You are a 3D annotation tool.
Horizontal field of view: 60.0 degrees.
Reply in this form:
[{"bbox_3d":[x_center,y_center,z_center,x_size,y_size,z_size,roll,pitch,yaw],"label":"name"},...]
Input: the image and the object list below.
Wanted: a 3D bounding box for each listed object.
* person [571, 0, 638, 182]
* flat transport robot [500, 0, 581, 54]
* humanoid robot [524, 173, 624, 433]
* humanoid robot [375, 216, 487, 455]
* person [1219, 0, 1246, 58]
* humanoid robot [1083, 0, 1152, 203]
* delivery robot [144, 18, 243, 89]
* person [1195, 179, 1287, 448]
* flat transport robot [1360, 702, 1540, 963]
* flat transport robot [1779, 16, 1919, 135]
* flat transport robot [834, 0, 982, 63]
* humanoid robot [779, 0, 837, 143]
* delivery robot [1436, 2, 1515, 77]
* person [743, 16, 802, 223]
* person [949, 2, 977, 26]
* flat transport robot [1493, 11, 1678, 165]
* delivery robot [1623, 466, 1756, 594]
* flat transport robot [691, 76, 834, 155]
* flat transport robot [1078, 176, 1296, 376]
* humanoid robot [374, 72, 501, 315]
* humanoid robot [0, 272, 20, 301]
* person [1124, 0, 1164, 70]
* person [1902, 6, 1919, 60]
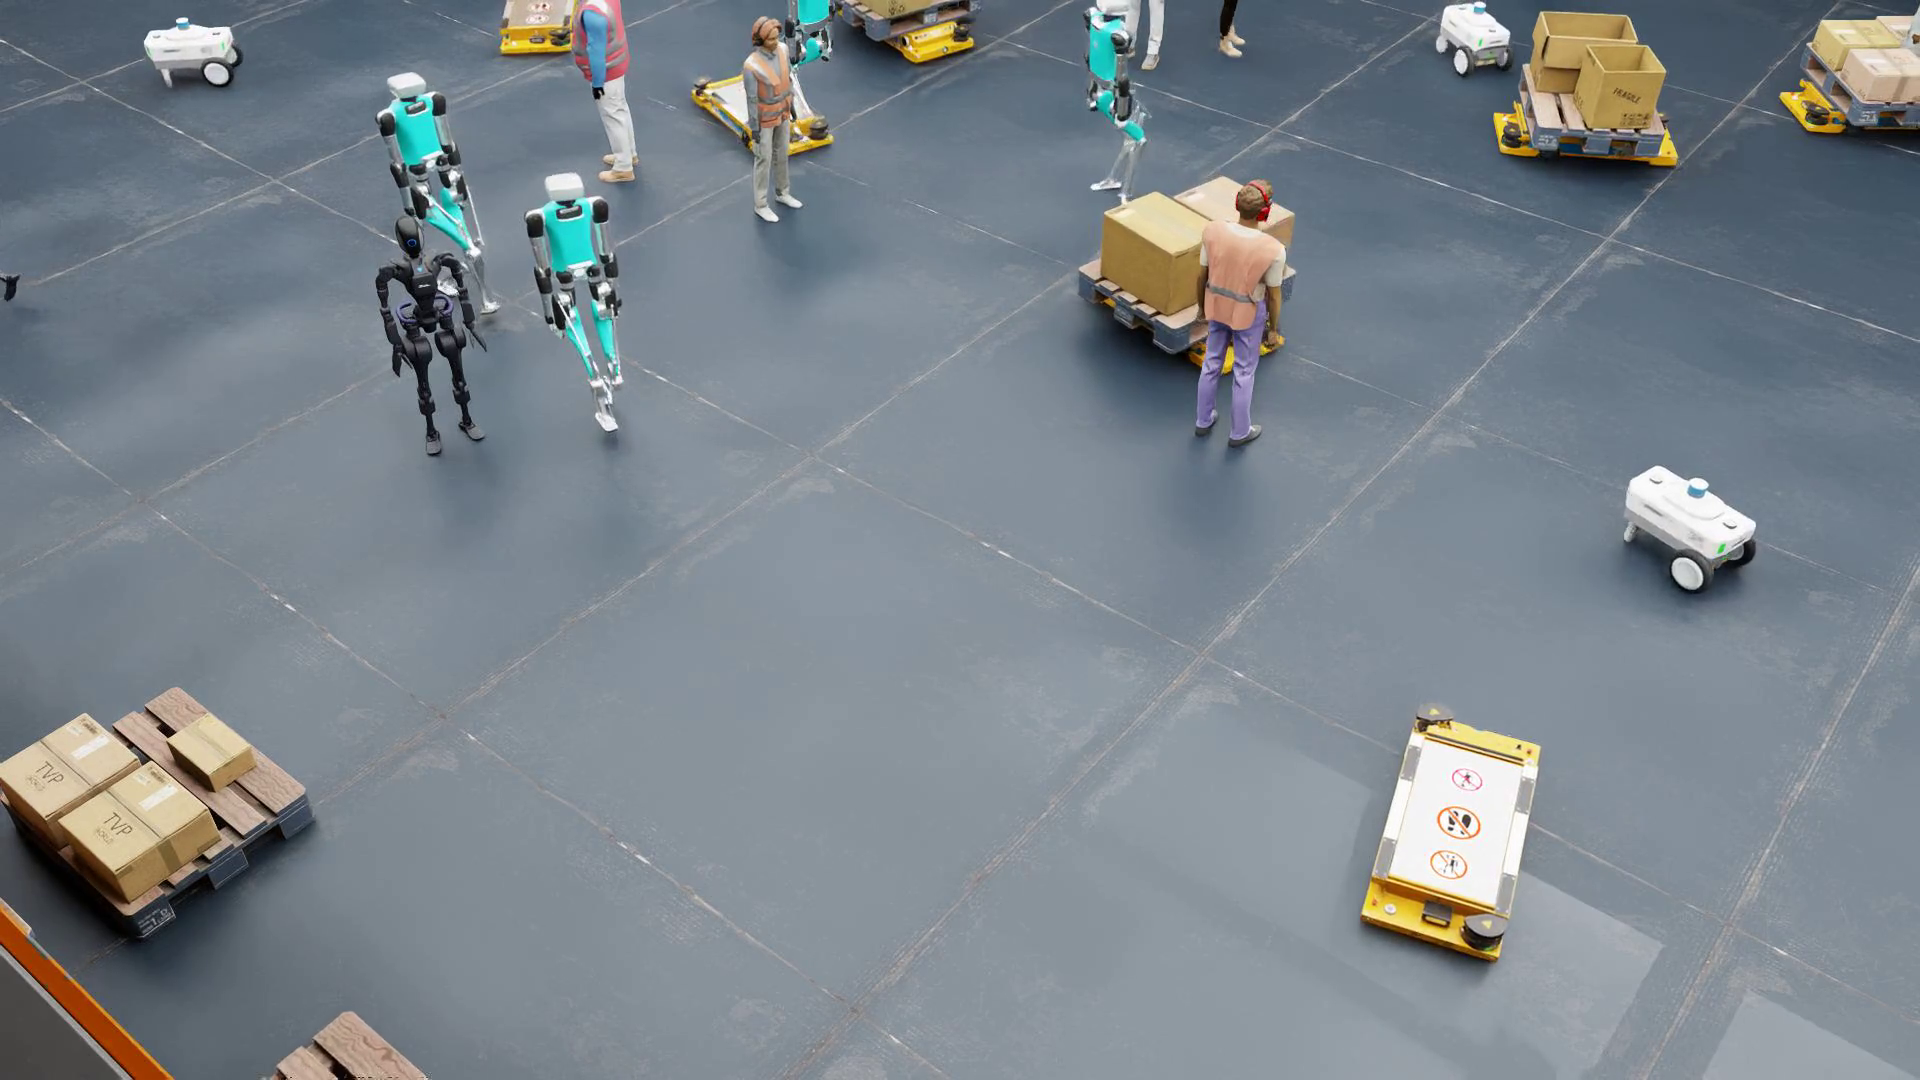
[{"bbox_3d":[-2.857,-3.767,13.307,0.431,1.837,0.630,-1,40,-1],"label":"person"},{"bbox_3d":[-4.036,-5.072,16.044,0.659,0.231,1.431,-4,41,-5],"label":"flat transport robot"},{"bbox_3d":[-2.350,-1.418,10.618,0.544,1.759,0.923,-20,44,-22],"label":"humanoid robot"},{"bbox_3d":[-3.329,-1.307,10.517,0.599,1.657,0.315,-20,44,-22],"label":"humanoid robot"},{"bbox_3d":[2.565,-5.297,15.212,0.371,1.691,0.556,24,46,25],"label":"person"},{"bbox_3d":[1.306,-3.451,13.003,0.727,1.767,0.577,-20,44,-22],"label":"humanoid robot"},{"bbox_3d":[-6.923,-4.414,15.057,0.775,0.603,0.525,-5,41,-6],"label":"delivery robot"},{"bbox_3d":[1.742,-1.407,10.516,0.568,1.842,0.373,24,46,26],"label":"person"},{"bbox_3d":[2.502,1.436,8.389,0.659,0.231,1.431,15,43,17],"label":"flat transport robot"},{"bbox_3d":[8.017,-3.788,14.534,1.431,0.231,0.659,0,40,0],"label":"flat transport robot"},{"bbox_3d":[-0.545,-4.964,15.917,0.659,0.231,1.431,-24,46,-26],"label":"flat transport robot"},{"bbox_3d":[-1.370,-4.159,13.734,0.735,1.677,0.533,29,48,30],"label":"humanoid robot"},{"bbox_3d":[4.741,-4.625,15.308,0.499,0.608,0.799,-11,42,-13],"label":"delivery robot"},{"bbox_3d":[-1.457,-3.259,12.860,0.314,1.630,0.515,23,45,24],"label":"person"},{"bbox_3d":[-0.155,-5.612,15.549,0.772,1.716,0.529,-27,47,-28],"label":"person"},{"bbox_3d":[5.314,-3.463,14.152,1.431,0.231,0.659,6,41,6],"label":"flat transport robot"},{"bbox_3d":[4.379,-0.092,9.971,0.524,0.602,0.774,-25,46,-26],"label":"delivery robot"},{"bbox_3d":[-1.732,-3.719,14.453,0.659,0.231,1.431,-22,45,-24],"label":"flat transport robot"},{"bbox_3d":[1.612,-1.676,12.050,0.659,0.231,1.431,-27,47,-28],"label":"flat transport robot"},{"bbox_3d":[-3.541,-2.338,11.741,1.018,1.774,0.532,29,48,30],"label":"humanoid robot"},{"bbox_3d":[-7.150,-2.292,11.700,0.527,1.641,0.610,1,40,1],"label":"humanoid robot"},{"bbox_3d":[1.676,-5.177,14.920,0.573,1.886,0.355,22,45,24],"label":"person"},{"bbox_3d":[8.228,-4.360,14.068,0.492,1.743,0.296,-26,47,-27],"label":"person"}]
